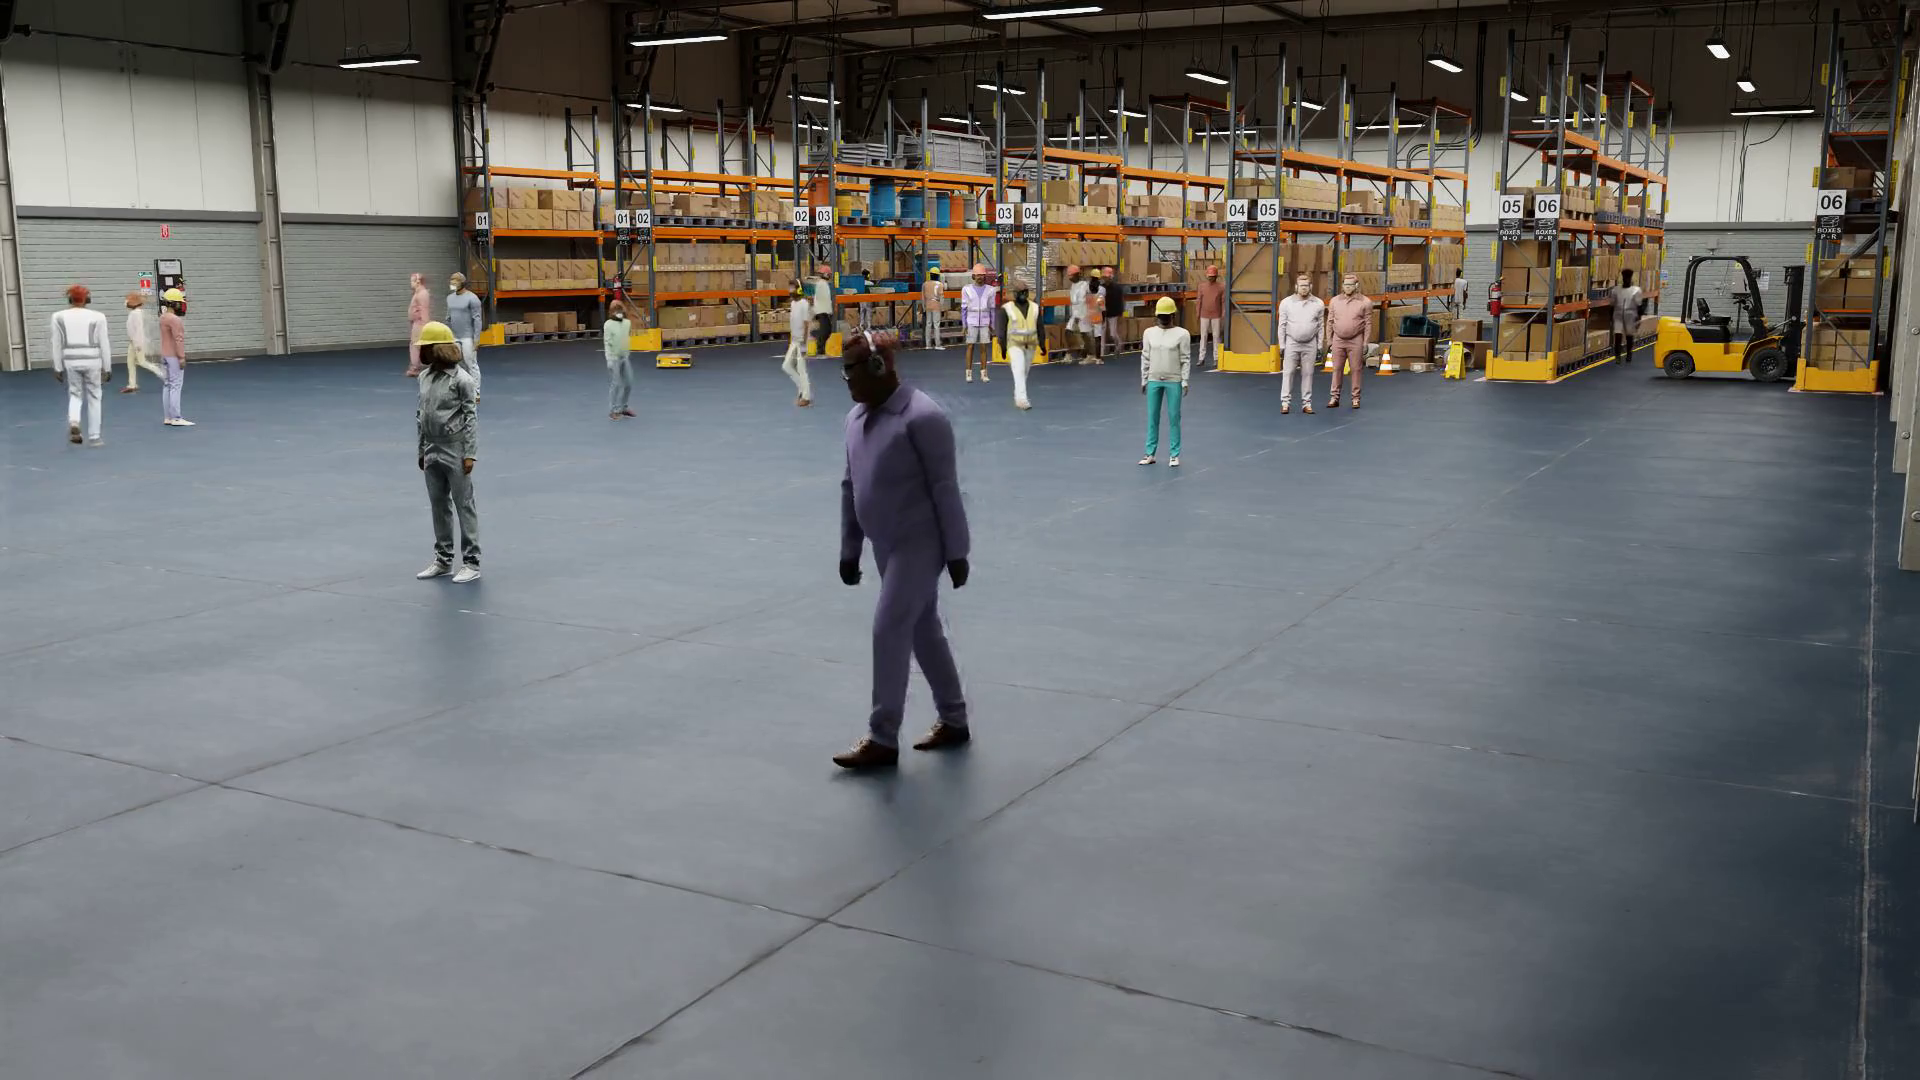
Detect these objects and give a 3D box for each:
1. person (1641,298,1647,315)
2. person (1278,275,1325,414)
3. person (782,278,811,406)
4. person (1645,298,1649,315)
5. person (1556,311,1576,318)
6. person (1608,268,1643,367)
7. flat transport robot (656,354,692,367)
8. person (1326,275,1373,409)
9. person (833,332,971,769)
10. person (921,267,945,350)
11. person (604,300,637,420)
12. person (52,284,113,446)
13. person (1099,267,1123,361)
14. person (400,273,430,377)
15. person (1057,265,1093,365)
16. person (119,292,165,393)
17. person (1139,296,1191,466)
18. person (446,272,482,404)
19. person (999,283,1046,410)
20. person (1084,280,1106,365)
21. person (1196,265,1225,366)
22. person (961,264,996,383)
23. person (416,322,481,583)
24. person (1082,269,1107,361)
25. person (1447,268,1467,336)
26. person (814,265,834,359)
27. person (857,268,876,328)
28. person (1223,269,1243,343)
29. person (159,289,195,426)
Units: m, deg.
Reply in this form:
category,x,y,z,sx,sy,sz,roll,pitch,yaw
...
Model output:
category,x,y,z,sx,sy,sz,roll,pitch,yaw
person,17.978,-6.429,44.477,0.702,2.000,1.004,-7,12,-34
person,4.715,-2.688,22.969,0.641,1.910,0.401,0,10,1
person,-2.362,-2.862,24.146,0.418,1.854,0.562,-6,11,-31
person,18.540,-6.331,44.970,0.557,1.668,0.574,2,10,9
person,16.657,-6.526,45.547,1.040,1.884,0.664,3,10,18
person,13.162,-4.401,32.911,0.607,1.938,0.644,5,11,28
flat transport robot,-5.627,-3.542,32.748,0.652,0.197,1.431,-1,10,-8
person,5.559,-2.837,23.842,0.642,1.908,0.407,4,11,23
person,-0.302,0.037,7.184,0.875,1.852,0.647,-6,11,-30
person,-0.609,-5.361,38.591,0.584,1.917,0.385,6,11,32
person,-4.543,-2.389,22.102,0.430,1.598,0.523,7,12,36
person,-9.969,-1.972,18.895,0.596,1.868,0.535,-2,10,-13
person,3.136,-4.724,34.743,0.630,1.970,0.815,5,11,25
person,-9.672,-3.876,30.022,0.866,1.883,0.645,-3,10,-15
person,2.274,-4.461,33.087,0.860,1.988,0.650,-4,11,-23
person,-13.095,-3.159,26.600,0.704,1.612,0.504,-7,12,-35
person,2.123,-1.639,17.260,0.525,1.762,0.337,5,11,25
person,-7.283,-2.949,24.407,0.632,1.936,0.359,5,11,29
person,0.893,-2.766,23.765,0.620,1.797,0.963,-4,10,-22
person,2.664,-4.335,33.217,0.540,1.698,0.317,4,11,24
person,4.994,-4.459,33.092,0.610,1.990,0.387,3,10,17
person,0.324,-3.729,28.659,0.605,2.045,0.383,-2,10,-9
person,-3.447,-0.582,11.118,0.492,1.742,0.319,5,11,28
person,2.767,-4.678,34.596,0.603,1.912,0.495,5,11,28
person,13.284,-6.336,44.477,0.510,1.860,0.333,2,10,11
person,-2.866,-4.826,35.286,0.496,1.966,0.653,-3,10,-19
person,-2.280,-5.691,40.648,0.509,1.876,0.328,4,11,23
person,6.372,-5.409,38.941,0.557,1.903,0.938,5,11,26
person,-10.081,-2.341,21.375,0.525,1.761,0.333,9,13,43
